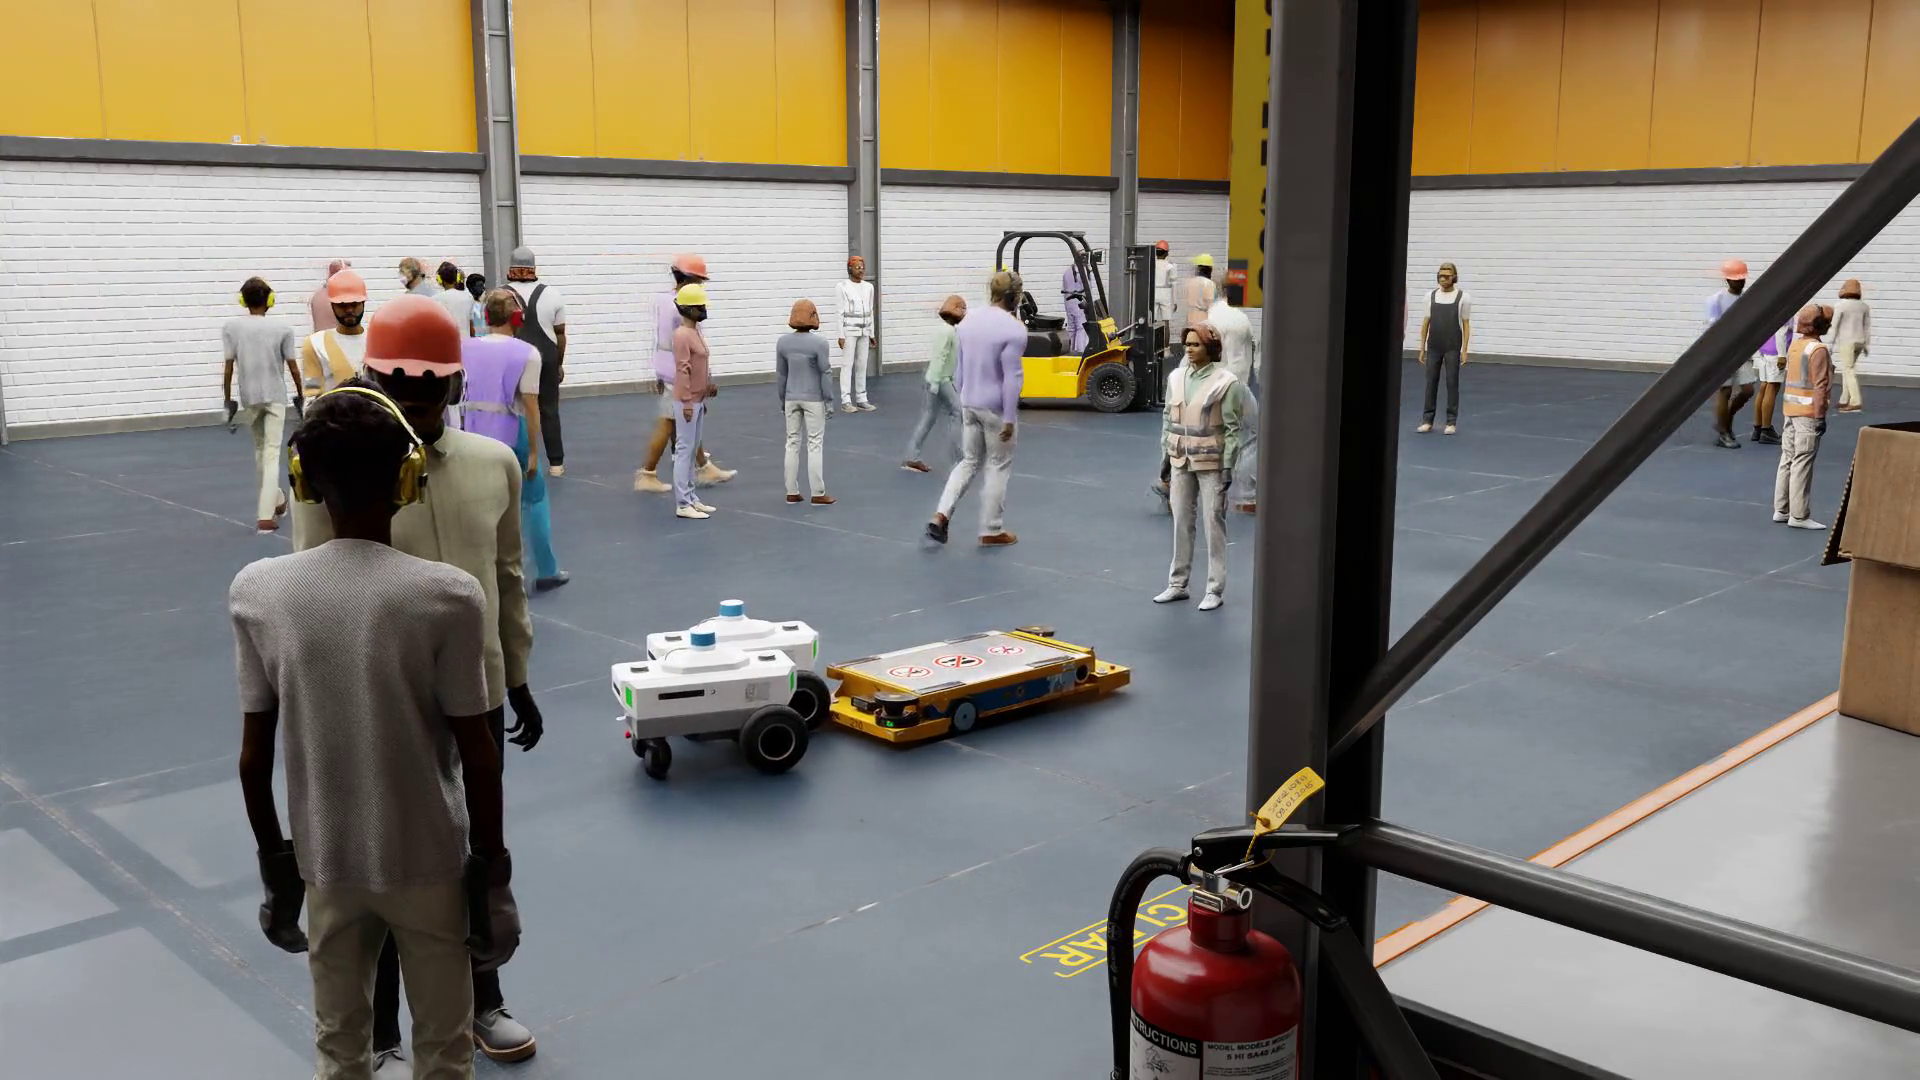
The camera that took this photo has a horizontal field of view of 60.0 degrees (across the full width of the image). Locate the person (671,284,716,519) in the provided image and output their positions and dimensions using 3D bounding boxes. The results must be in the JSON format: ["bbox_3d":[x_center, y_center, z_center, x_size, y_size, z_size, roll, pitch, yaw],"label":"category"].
[{"bbox_3d":[-2.024,-1.051,12.622,0.317,1.769,0.523,1,10,3],"label":"person"}]

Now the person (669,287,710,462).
[{"bbox_3d":[-2.620,-1.709,15.807,0.392,1.916,0.587,1,10,8],"label":"person"}]

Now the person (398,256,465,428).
[{"bbox_3d":[-5.592,-2.018,17.512,0.801,1.914,0.658,-8,13,-39],"label":"person"}]

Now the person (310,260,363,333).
[{"bbox_3d":[-5.996,-1.815,16.462,0.677,1.879,0.783,9,14,41],"label":"person"}]

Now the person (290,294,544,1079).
[{"bbox_3d":[-1.325,0.390,4.147,0.390,1.990,0.623,10,14,43],"label":"person"}]

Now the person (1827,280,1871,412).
[{"bbox_3d":[10.860,-2.356,20.217,0.515,1.596,0.599,-3,11,-16],"label":"person"}]

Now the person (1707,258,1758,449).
[{"bbox_3d":[7.728,-1.860,16.641,0.566,1.908,0.405,-2,11,-13],"label":"person"}]

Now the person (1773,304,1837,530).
[{"bbox_3d":[6.180,-0.901,12.157,0.305,1.637,0.522,1,10,3],"label":"person"}]

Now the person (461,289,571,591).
[{"bbox_3d":[-2.640,-0.559,9.821,0.590,1.813,0.857,3,11,17],"label":"person"}]

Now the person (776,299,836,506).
[{"bbox_3d":[-1.218,-1.087,13.172,0.507,1.636,0.277,5,12,27],"label":"person"}]

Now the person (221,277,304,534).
[{"bbox_3d":[-5.068,-1.003,12.197,0.555,1.821,0.942,-1,10,-6],"label":"person"}]

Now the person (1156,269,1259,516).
[{"bbox_3d":[1.979,-1.117,12.595,0.919,1.911,0.637,-2,11,-9],"label":"person"}]

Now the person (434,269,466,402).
[{"bbox_3d":[-5.776,-2.145,18.627,0.975,1.781,0.635,-8,13,-37],"label":"person"}]

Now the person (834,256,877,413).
[{"bbox_3d":[-1.257,-2.491,20.159,0.574,1.883,0.355,-10,14,-43],"label":"person"}]

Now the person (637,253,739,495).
[{"bbox_3d":[-2.297,-1.367,13.778,0.917,1.985,0.637,-5,12,-27],"label":"person"}]

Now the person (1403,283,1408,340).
[{"bbox_3d":[5.503,-2.769,21.660,0.667,1.889,0.422,5,12,26],"label":"person"}]

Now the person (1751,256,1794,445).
[{"bbox_3d":[8.376,-1.946,17.039,0.362,1.938,0.545,2,11,11],"label":"person"}]

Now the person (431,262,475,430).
[{"bbox_3d":[-5.167,-1.893,16.957,0.336,1.864,0.521,9,13,39],"label":"person"}]

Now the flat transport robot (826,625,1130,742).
[{"bbox_3d":[0.049,0.628,7.551,1.431,0.197,0.652,-9,14,-41],"label":"flat transport robot"}]

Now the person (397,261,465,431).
[{"bbox_3d":[-5.700,-2.033,17.650,1.001,1.893,0.565,1,10,8],"label":"person"}]

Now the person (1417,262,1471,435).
[{"bbox_3d":[5.198,-2.051,17.864,0.516,1.843,0.325,6,12,30],"label":"person"}]

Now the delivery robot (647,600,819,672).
[{"bbox_3d":[-0.985,0.504,7.196,0.707,0.478,0.477,-4,11,-21],"label":"delivery robot"}]

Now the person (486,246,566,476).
[{"bbox_3d":[-3.834,-1.573,14.724,0.673,2.000,0.536,-4,11,-20],"label":"person"}]

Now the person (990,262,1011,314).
[{"bbox_3d":[0.568,-2.899,22.698,0.323,1.769,0.523,-3,11,-15],"label":"person"}]

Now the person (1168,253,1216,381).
[{"bbox_3d":[3.313,-3.034,23.113,0.970,1.889,0.596,-4,11,-21],"label":"person"}]

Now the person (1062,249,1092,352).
[{"bbox_3d":[1.946,-3.751,26.986,0.404,1.902,0.636,-7,12,-32],"label":"person"}]

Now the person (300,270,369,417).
[{"bbox_3d":[-3.457,-0.570,9.535,0.552,1.937,0.356,-6,12,-29],"label":"person"}]

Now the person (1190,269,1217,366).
[{"bbox_3d":[3.835,-3.523,26.447,0.522,1.639,0.305,-2,11,-9],"label":"person"}]

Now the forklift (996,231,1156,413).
[{"bbox_3d":[1.222,-2.721,20.561,2.313,2.155,1.214,2,11,13],"label":"forklift"}]

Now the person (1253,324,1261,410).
[{"bbox_3d":[2.646,-1.245,13.564,0.588,1.807,0.610,-3,11,-17],"label":"person"}]

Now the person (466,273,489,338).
[{"bbox_3d":[-5.595,-2.230,19.236,0.322,1.698,0.533,1,10,7],"label":"person"}]

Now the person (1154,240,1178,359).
[{"bbox_3d":[3.479,-4.171,28.881,0.615,2.041,0.385,3,11,17],"label":"person"}]

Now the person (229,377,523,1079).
[{"bbox_3d":[-1.086,0.631,3.159,0.520,1.876,0.325,1,10,4],"label":"person"}]

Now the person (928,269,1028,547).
[{"bbox_3d":[0.135,-0.871,11.273,0.660,1.910,0.650,-9,14,-41],"label":"person"}]

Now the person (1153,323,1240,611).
[{"bbox_3d":[1.367,-0.421,9.528,0.514,1.642,0.310,10,14,43],"label":"person"}]

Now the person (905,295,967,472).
[{"bbox_3d":[-0.124,-1.394,14.945,0.804,1.594,0.521,-1,10,-7],"label":"person"}]

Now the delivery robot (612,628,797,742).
[{"bbox_3d":[-1.030,0.597,6.686,0.707,0.478,0.477,-4,11,-20],"label":"delivery robot"}]
